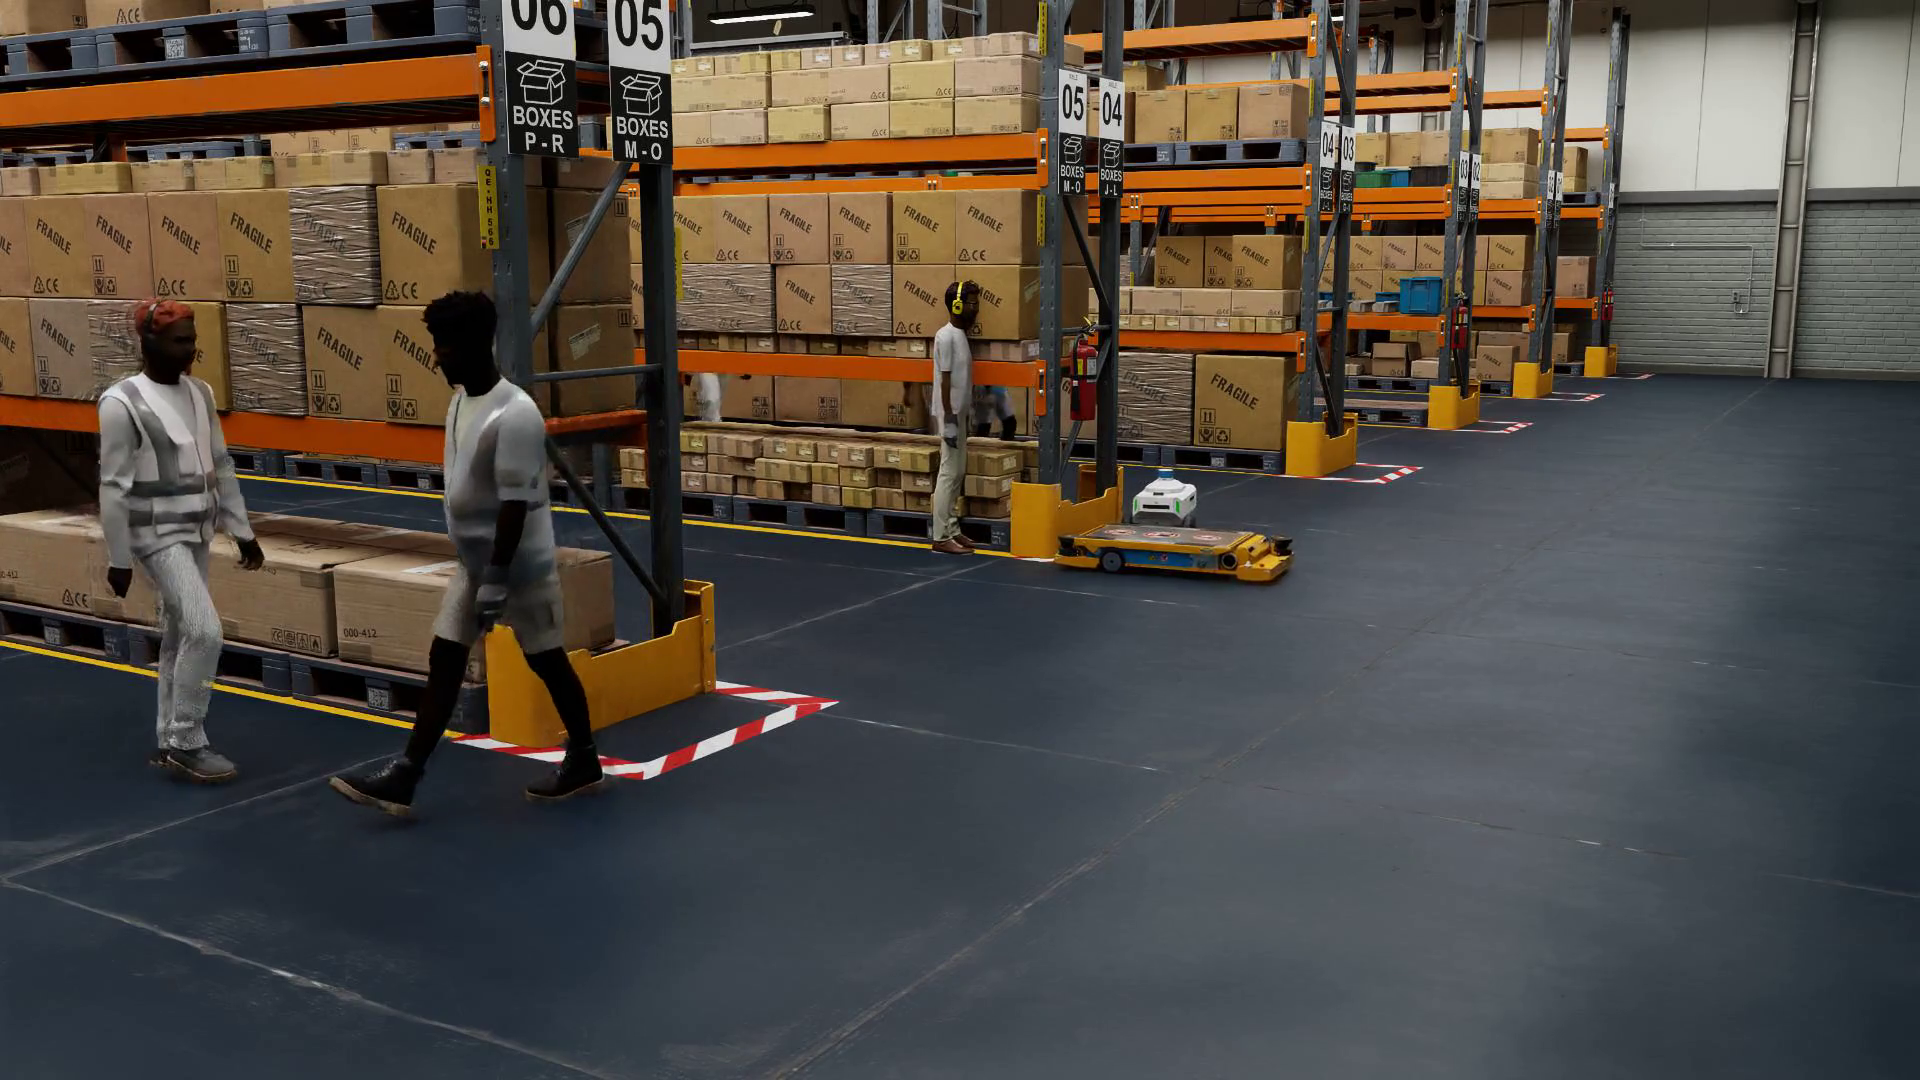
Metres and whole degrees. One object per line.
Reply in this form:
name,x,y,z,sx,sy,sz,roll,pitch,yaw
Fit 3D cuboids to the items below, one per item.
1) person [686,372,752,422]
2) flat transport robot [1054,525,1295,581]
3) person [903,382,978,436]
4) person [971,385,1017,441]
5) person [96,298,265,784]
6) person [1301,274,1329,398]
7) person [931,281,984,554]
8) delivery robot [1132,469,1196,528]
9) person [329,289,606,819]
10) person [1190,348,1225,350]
person,-2.424,-1.726,16.805,0.927,1.799,0.648,9,13,42
flat transport robot,1.390,0.064,10.783,1.431,0.197,0.652,4,11,24
person,-0.155,-1.346,14.248,0.655,1.938,1.040,-6,11,-31
person,0.322,-1.308,14.764,0.570,1.665,0.553,5,11,29
person,-2.946,0.010,6.423,0.558,1.870,0.581,1,10,7
person,4.840,-2.776,22.685,1.003,1.882,0.651,9,13,43
person,-0.021,-0.831,11.387,0.332,1.860,0.511,2,10,13
delivery robot,1.421,-0.250,11.517,0.477,0.478,0.707,3,10,17
person,-1.732,0.076,5.925,1.033,1.902,0.626,-8,13,-40
person,2.866,-2.141,19.154,0.574,1.822,0.582,8,13,39
